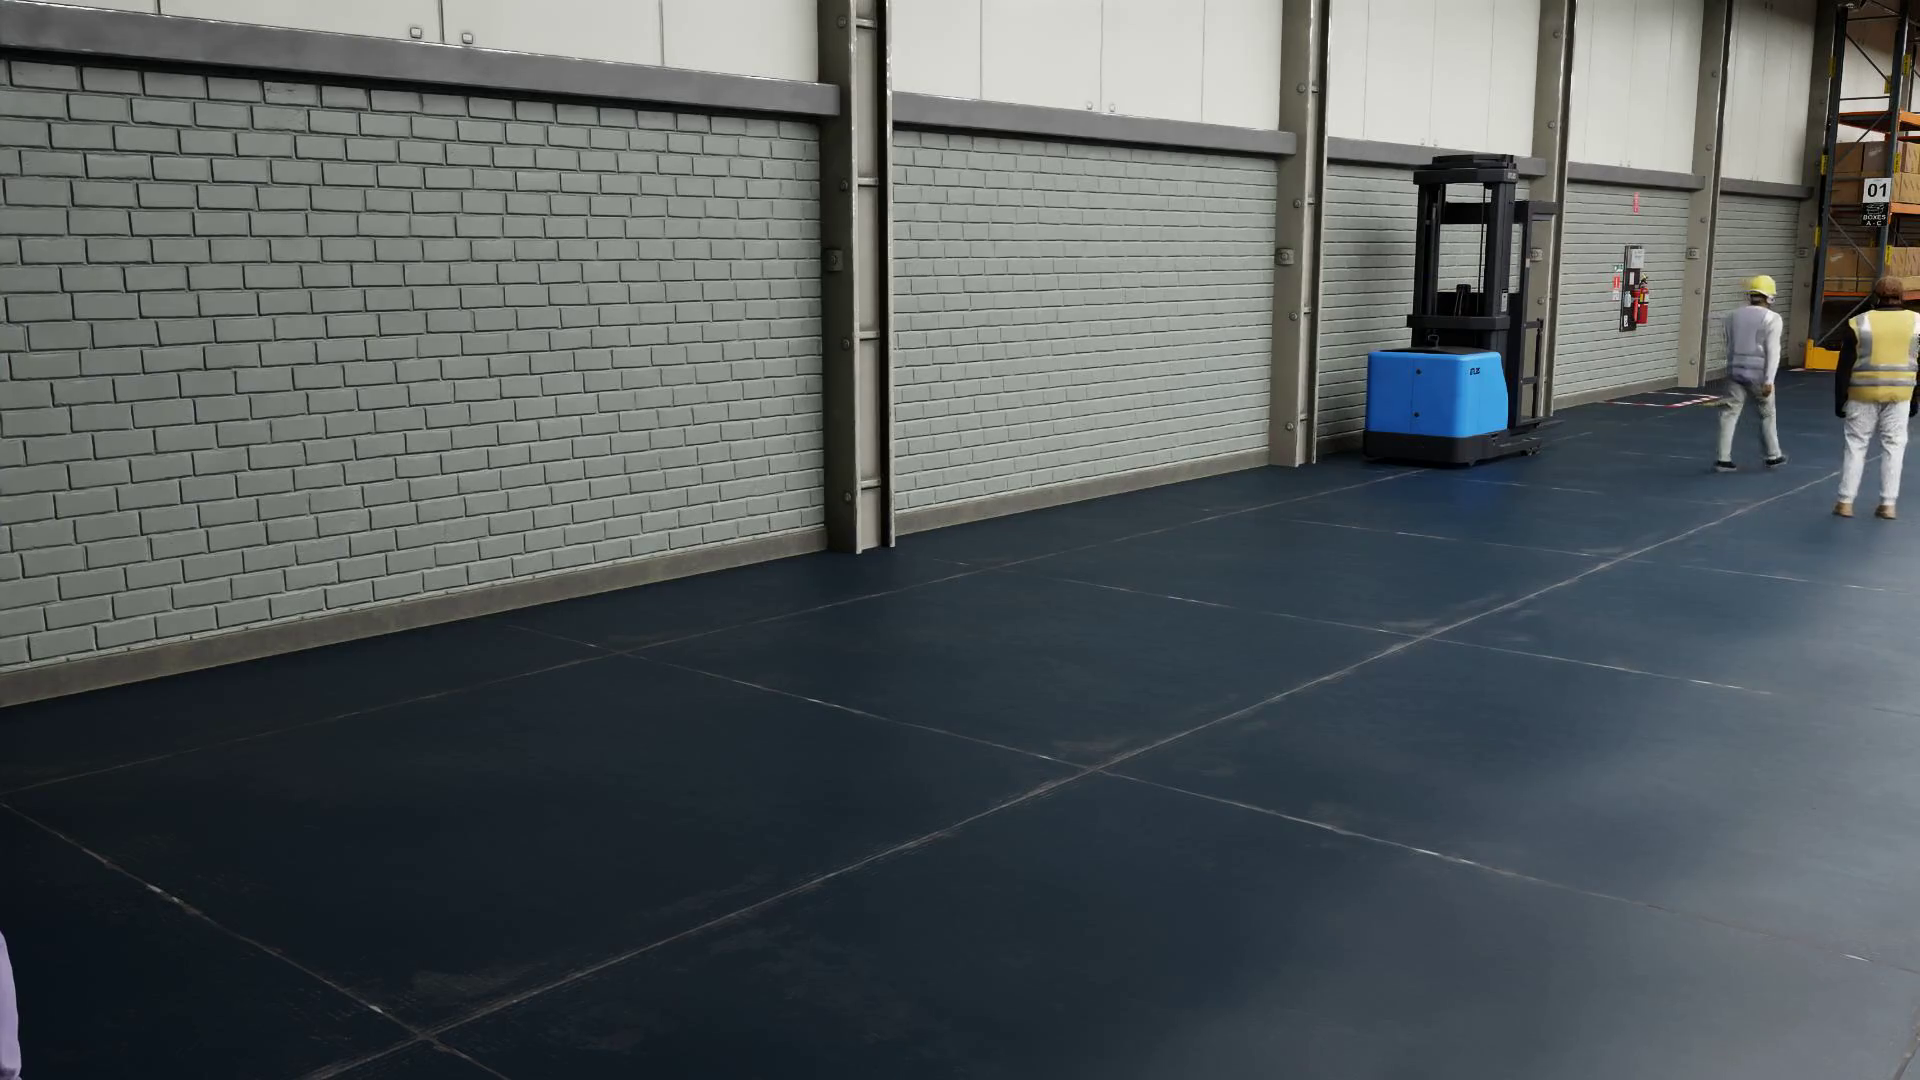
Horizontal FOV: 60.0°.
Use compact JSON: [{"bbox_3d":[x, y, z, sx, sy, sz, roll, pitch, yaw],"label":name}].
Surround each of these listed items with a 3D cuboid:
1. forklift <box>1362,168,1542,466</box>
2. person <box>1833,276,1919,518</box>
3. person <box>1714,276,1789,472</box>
[{"bbox_3d":[4.875,-2.212,16.287,1.129,2.768,1.873,8,13,40],"label":"forklift"},{"bbox_3d":[7.038,-1.091,12.753,0.627,1.843,0.428,3,10,14],"label":"person"},{"bbox_3d":[7.368,-1.531,15.377,0.898,1.791,0.609,-6,12,-31],"label":"person"}]
